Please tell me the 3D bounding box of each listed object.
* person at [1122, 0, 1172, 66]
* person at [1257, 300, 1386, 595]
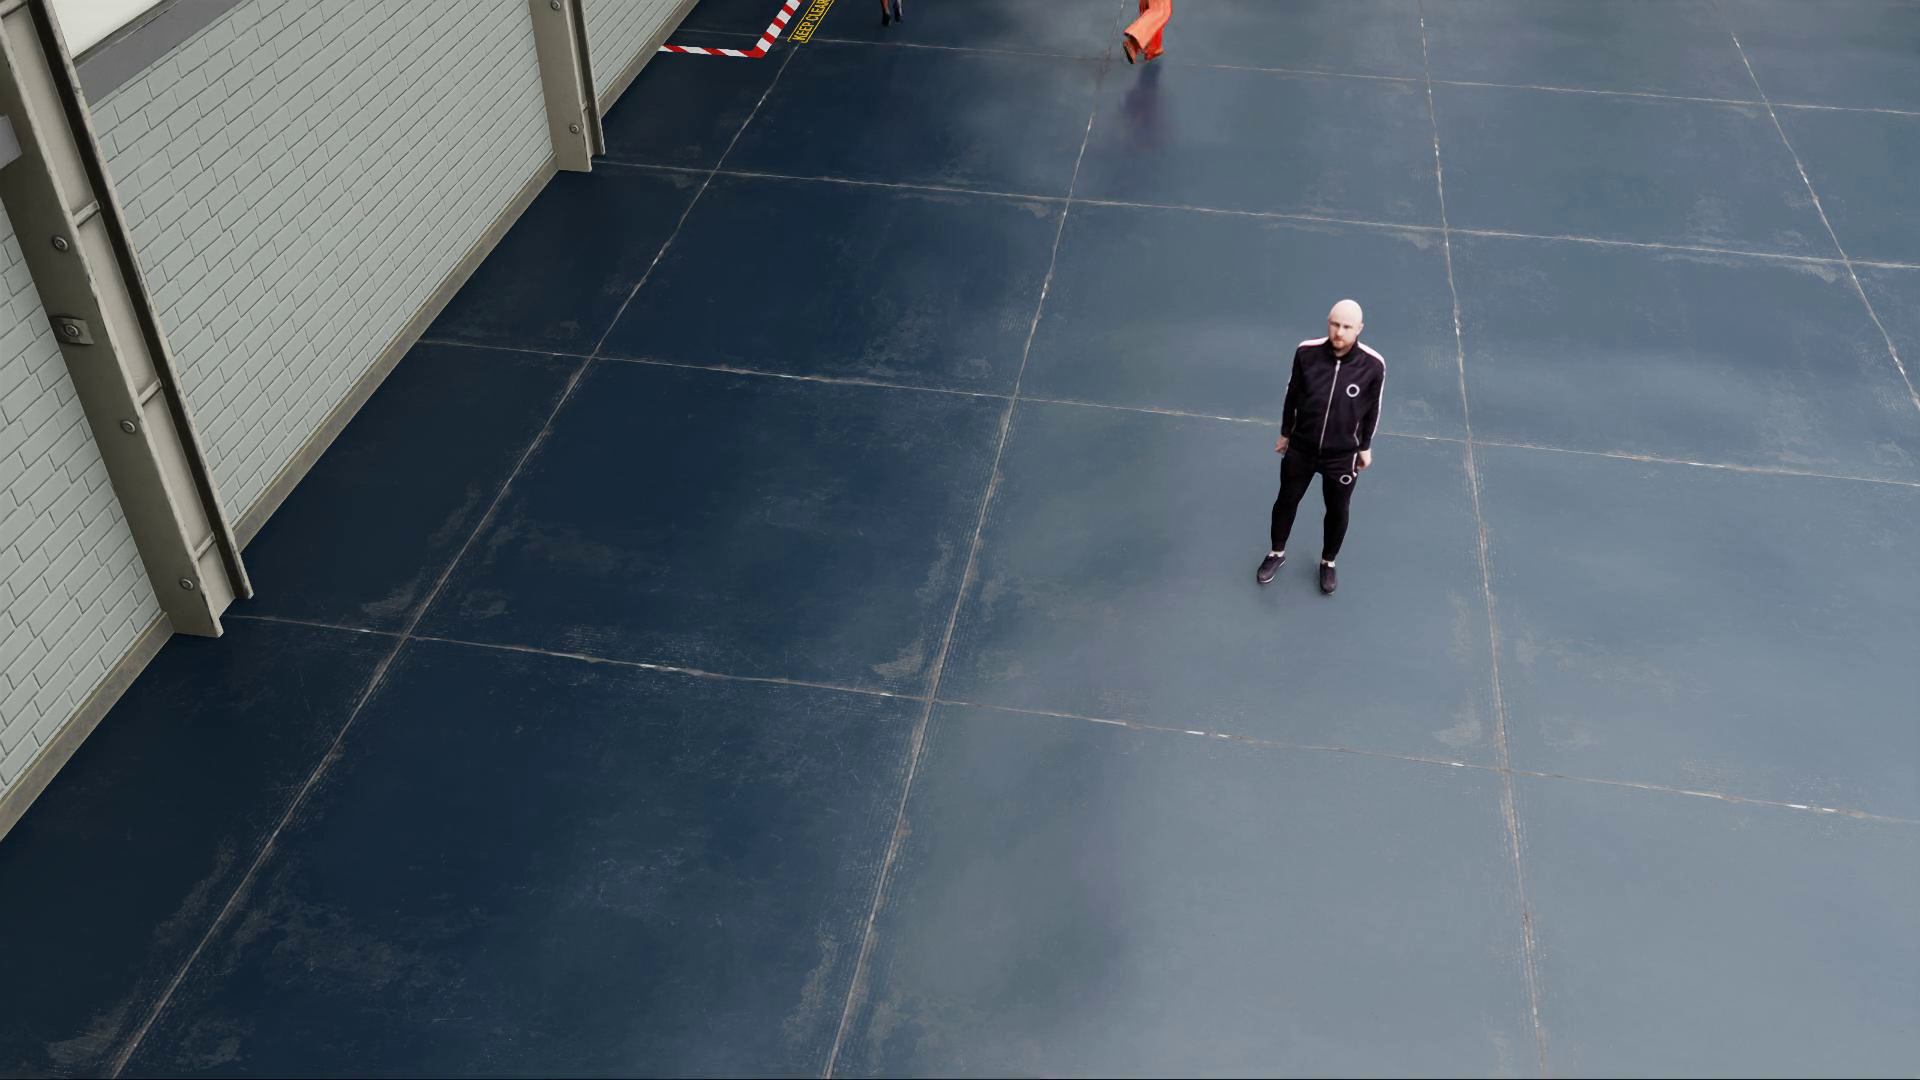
[{"bbox_3d":[1.719,-5.181,15.185,0.916,1.785,1.075,27,45,30],"label":"person"},{"bbox_3d":[2.010,-0.524,9.191,0.707,1.837,0.621,12,40,15],"label":"person"}]
